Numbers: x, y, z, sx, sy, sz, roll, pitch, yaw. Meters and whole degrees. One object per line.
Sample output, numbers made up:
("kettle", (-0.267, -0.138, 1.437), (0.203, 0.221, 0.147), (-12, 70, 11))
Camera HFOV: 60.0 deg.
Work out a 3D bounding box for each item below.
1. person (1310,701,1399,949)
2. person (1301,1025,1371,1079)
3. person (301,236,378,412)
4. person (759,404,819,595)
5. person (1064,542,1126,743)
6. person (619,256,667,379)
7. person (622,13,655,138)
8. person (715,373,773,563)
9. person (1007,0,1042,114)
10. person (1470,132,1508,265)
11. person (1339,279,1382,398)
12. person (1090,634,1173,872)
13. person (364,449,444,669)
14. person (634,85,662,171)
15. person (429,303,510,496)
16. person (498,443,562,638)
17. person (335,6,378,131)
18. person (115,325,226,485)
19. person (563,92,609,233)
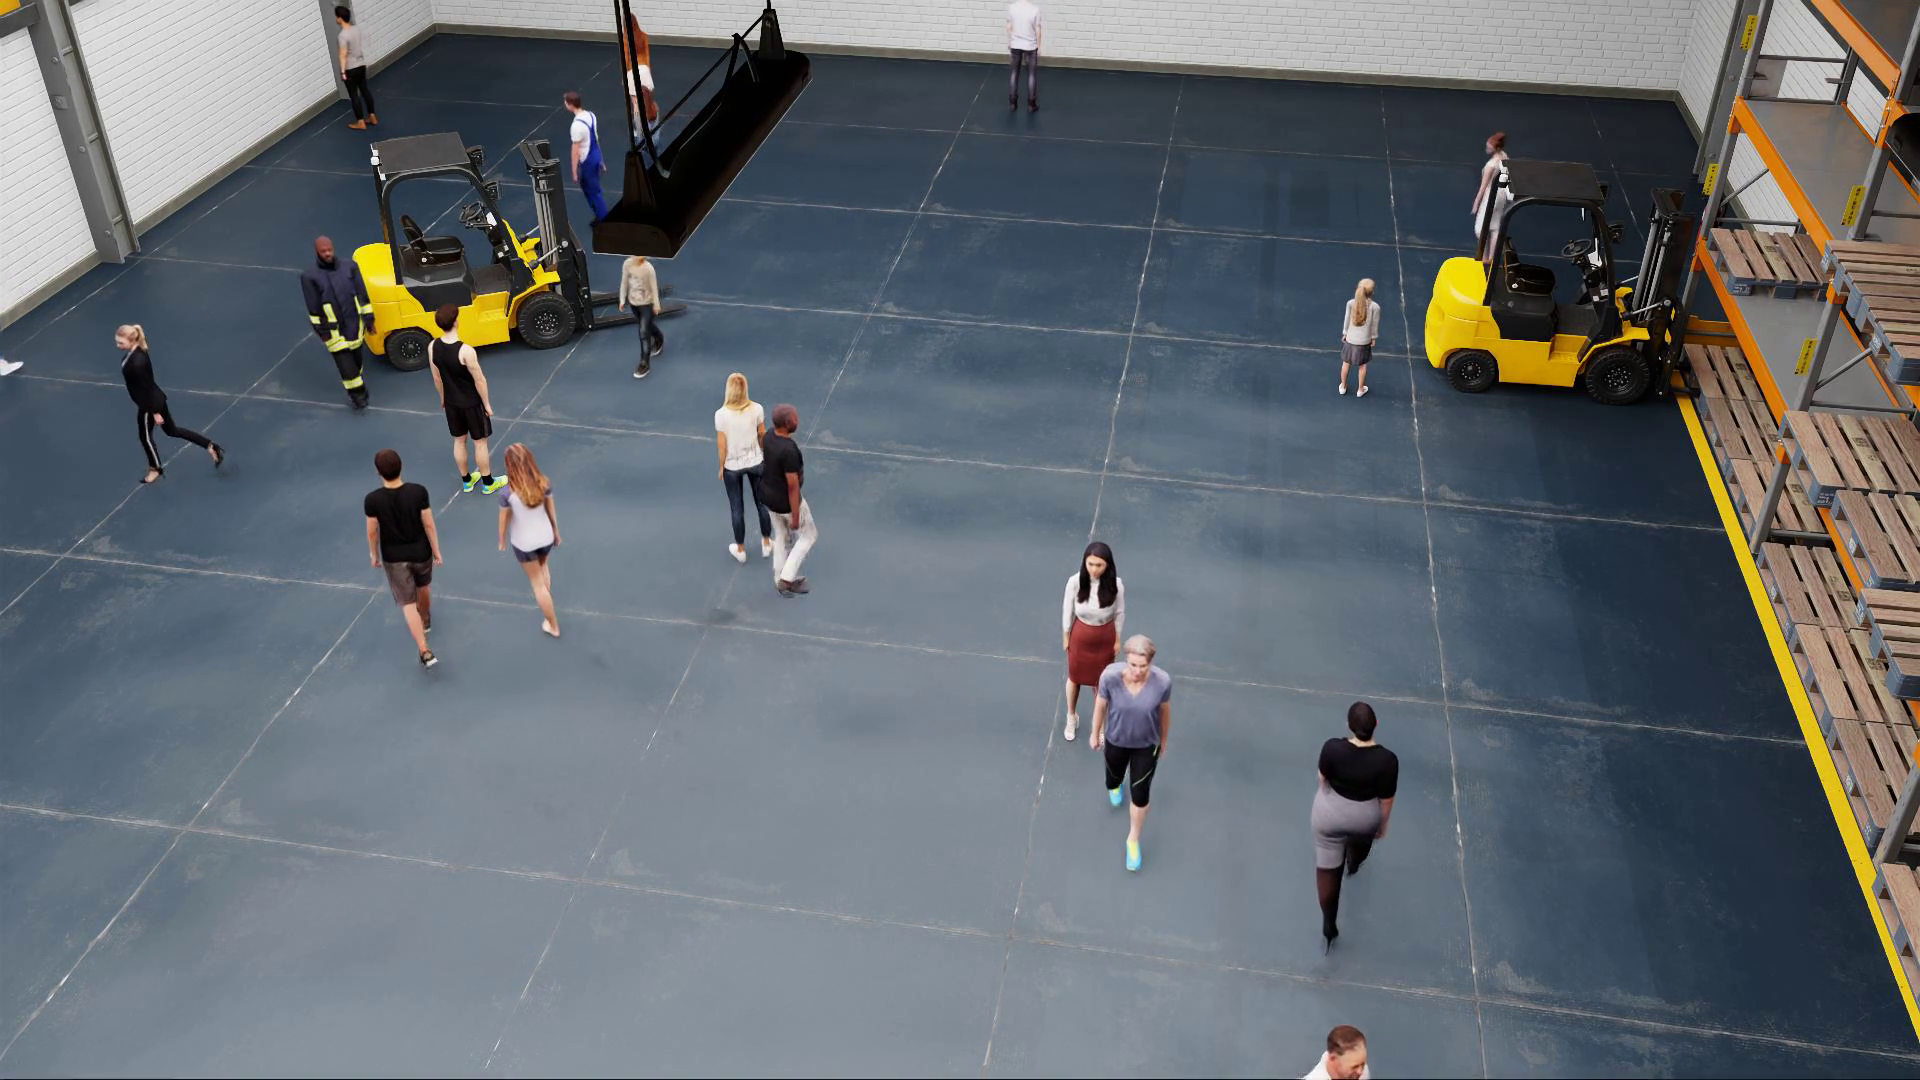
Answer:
("person", (2.471, 1.858, 10.651), (0.669, 1.696, 1.116), (9, 35, 13))
("person", (1.784, 3.109, 8.636), (0.936, 1.844, 1.000), (-20, 38, -27))
("person", (-6.242, -2.239, 16.740), (1.196, 1.779, 1.238), (-23, 40, -30))
("person", (-1.531, -0.293, 13.803), (0.834, 1.790, 0.778), (-22, 39, -29))
("person", (0.976, 0.760, 12.255), (0.597, 1.750, 0.513), (4, 34, 6))
("person", (-3.295, -2.505, 17.448), (0.726, 1.438, 1.053), (15, 36, 21))
("person", (-4.489, -6.485, 23.180), (0.671, 1.722, 0.769), (-28, 43, -35))
("person", (-1.849, -0.625, 14.285), (0.663, 1.809, 0.665), (-11, 35, -16))
("person", (0.914, -7.120, 24.036), (0.691, 1.831, 0.603), (10, 35, 14))
("person", (6.205, -3.894, 19.239), (0.654, 1.770, 0.757), (-17, 37, -24))
("person", (4.066, -2.074, 16.947), (0.550, 1.275, 0.567), (12, 36, 18))
("person", (1.176, 1.319, 11.320), (0.673, 1.854, 1.041), (5, 34, 8))
("person", (-4.339, 0.164, 13.071), (1.139, 1.838, 1.291), (-16, 37, -23))
("person", (-3.934, -5.094, 21.322), (0.908, 1.462, 0.918), (26, 42, 34))
("person", (-4.534, -1.278, 15.189), (0.697, 1.895, 0.610), (9, 35, 14))
("person", (-3.393, 0.045, 13.369), (0.901, 1.707, 0.942), (-26, 42, -34))
("person", (-8.536, -6.681, 23.475), (0.699, 1.722, 0.548), (12, 35, 17))
("person", (-7.347, -1.241, 15.344), (0.989, 1.662, 1.088), (-9, 35, -13))
("person", (-4.405, -4.517, 20.124), (0.777, 1.827, 0.684), (13, 36, 19))
